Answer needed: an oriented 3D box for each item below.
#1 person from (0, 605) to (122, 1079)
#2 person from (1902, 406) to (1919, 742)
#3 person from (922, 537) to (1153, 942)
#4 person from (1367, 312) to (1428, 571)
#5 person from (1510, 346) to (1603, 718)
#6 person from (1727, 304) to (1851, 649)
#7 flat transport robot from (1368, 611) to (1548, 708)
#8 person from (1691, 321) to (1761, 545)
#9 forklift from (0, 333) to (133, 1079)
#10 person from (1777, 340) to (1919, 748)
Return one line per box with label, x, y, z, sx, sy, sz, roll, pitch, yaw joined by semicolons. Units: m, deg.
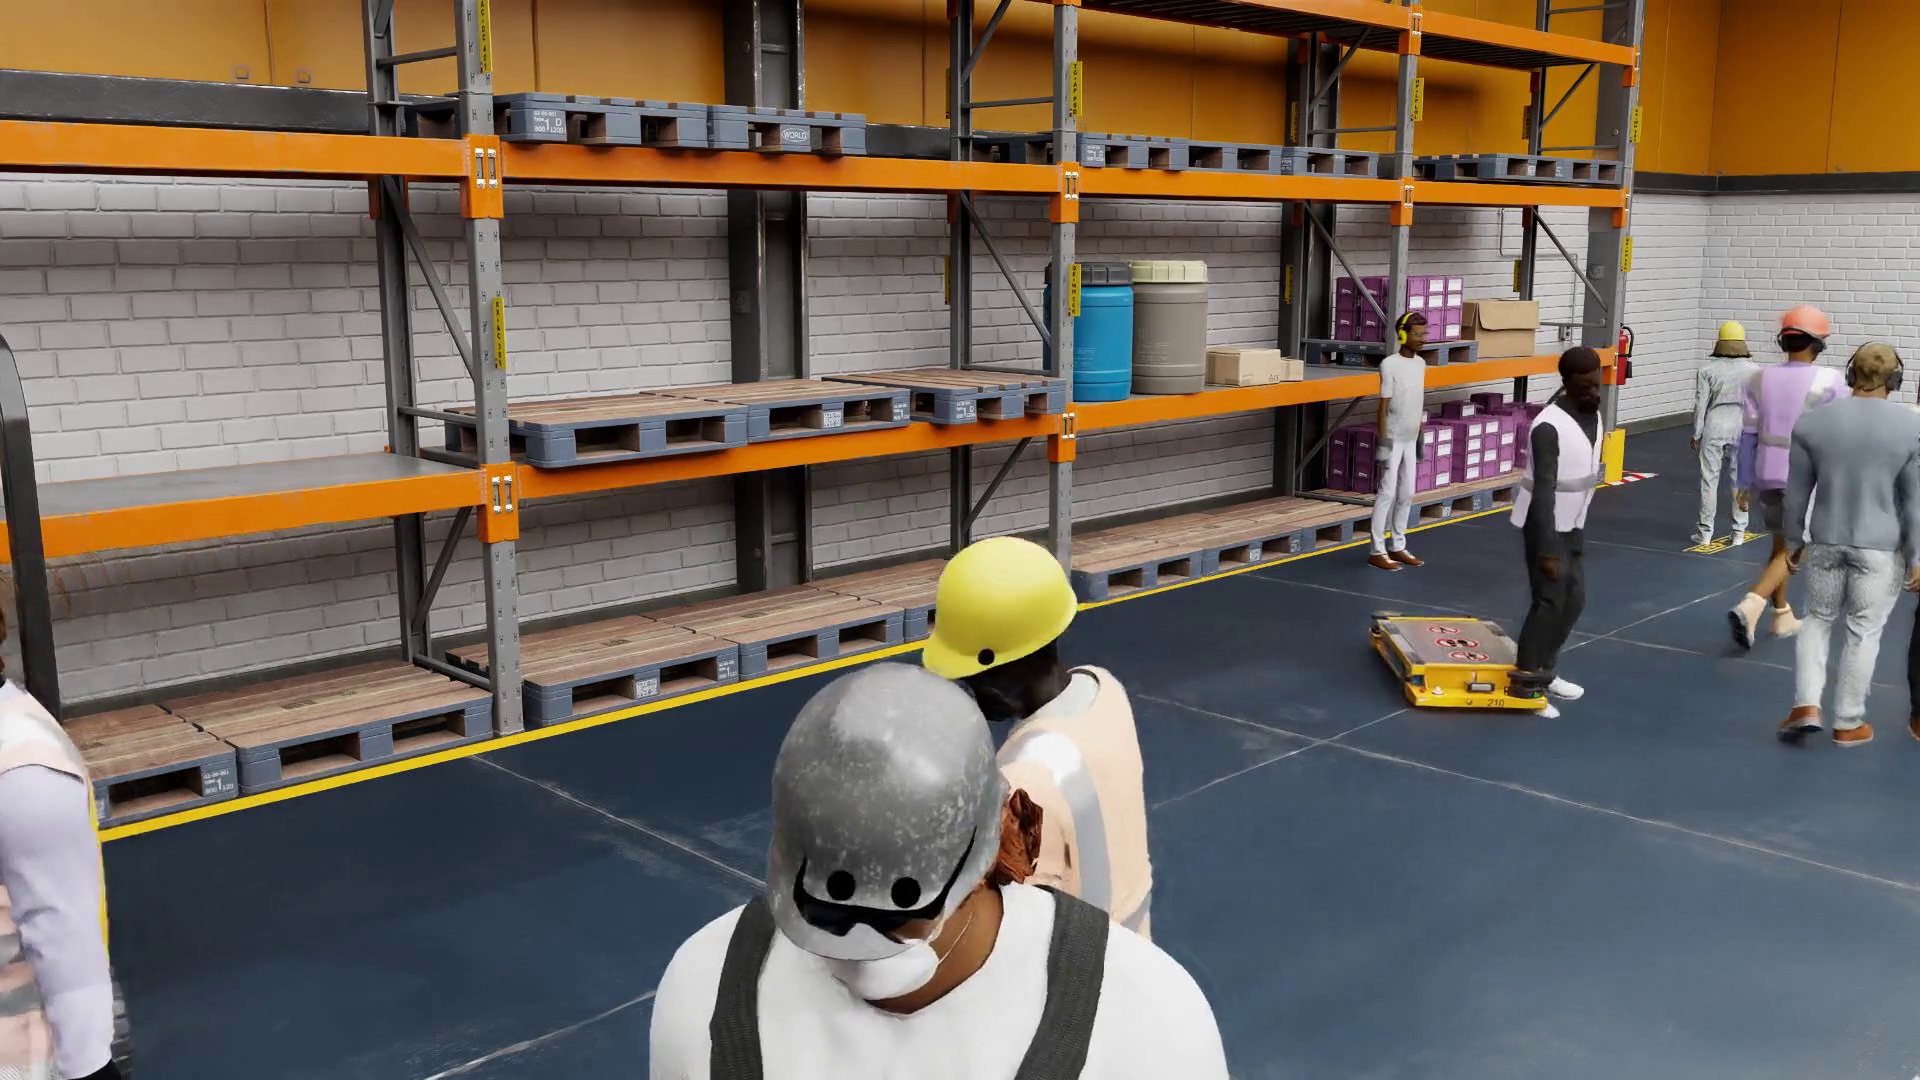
person;-1.923;0.926;3.300;0.974;1.797;0.627;-9;14;-42
person;4.767;-0.026;7.978;0.670;1.977;0.656;0;10;-2
person;0.187;0.897;3.197;0.442;1.877;0.667;3;11;18
person;3.196;-0.713;12.036;0.527;1.860;0.321;-9;13;-39
person;2.985;-0.035;8.285;0.435;1.876;0.655;10;14;42
person;4.790;-0.359;9.699;0.896;2.015;0.615;-6;12;-30
flat transport robot;2.667;0.631;9.030;0.652;0.197;1.431;1;10;4
person;5.962;-0.829;12.978;0.490;1.741;0.323;2;11;10
forklift;-3.289;0.485;4.582;1.214;2.155;2.313;-10;14;-44
person;4.144;0.041;7.752;0.550;1.926;0.646;-9;14;-40
